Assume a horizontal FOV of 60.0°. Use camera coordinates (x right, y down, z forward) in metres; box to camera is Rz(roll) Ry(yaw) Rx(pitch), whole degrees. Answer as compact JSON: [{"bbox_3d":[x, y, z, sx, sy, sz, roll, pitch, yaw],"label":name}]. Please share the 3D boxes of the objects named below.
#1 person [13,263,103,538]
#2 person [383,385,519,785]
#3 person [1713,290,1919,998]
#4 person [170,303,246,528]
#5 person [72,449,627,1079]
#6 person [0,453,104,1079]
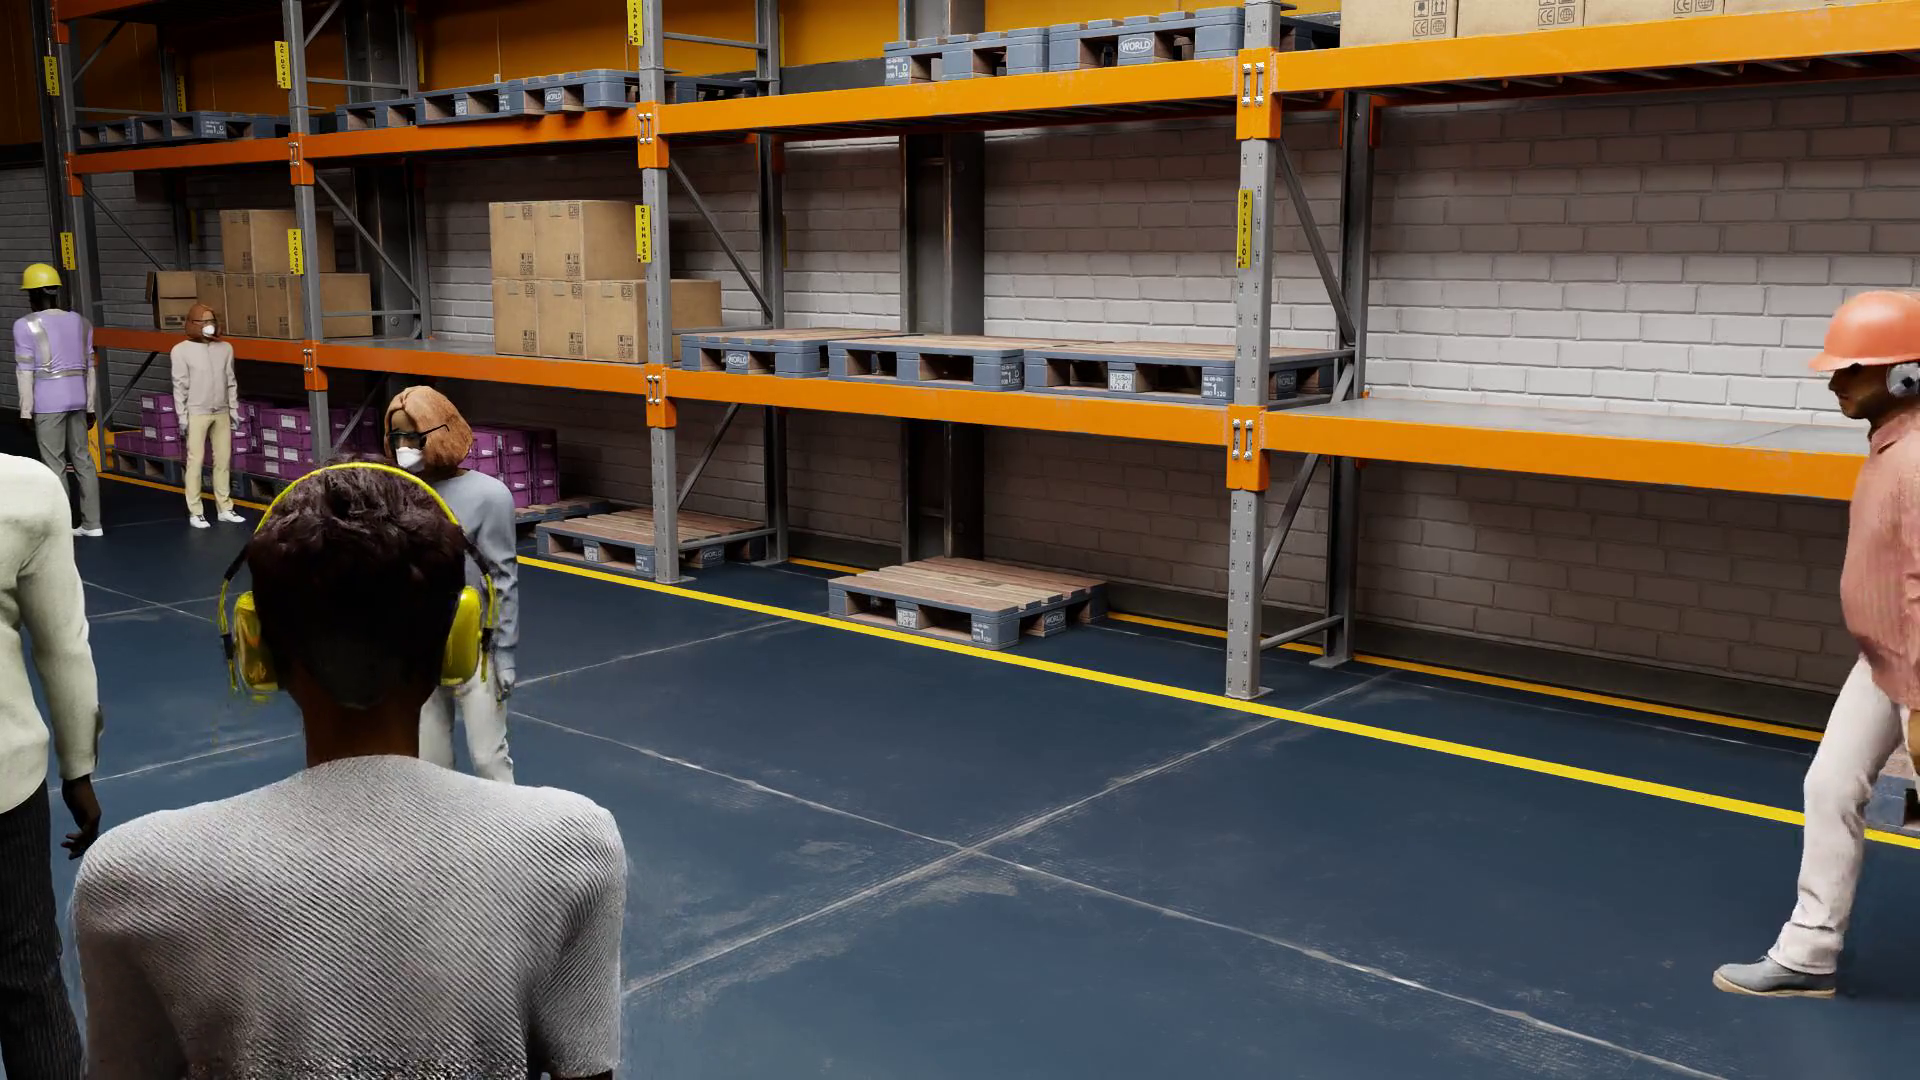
[{"bbox_3d":[-6.233,-0.936,11.470,0.402,1.919,0.588,4,11,21],"label":"person"},{"bbox_3d":[-1.547,0.349,4.987,0.504,1.622,0.299,3,10,16],"label":"person"},{"bbox_3d":[2.579,0.332,4.255,0.971,1.934,0.624,2,10,14],"label":"person"},{"bbox_3d":[-5.476,-0.902,12.100,0.284,1.626,0.492,6,12,30],"label":"person"},{"bbox_3d":[-0.627,0.820,1.732,0.544,1.821,0.953,-5,11,-25],"label":"person"},{"bbox_3d":[-1.994,0.475,3.203,0.622,1.992,0.394,-8,12,-37],"label":"person"}]
